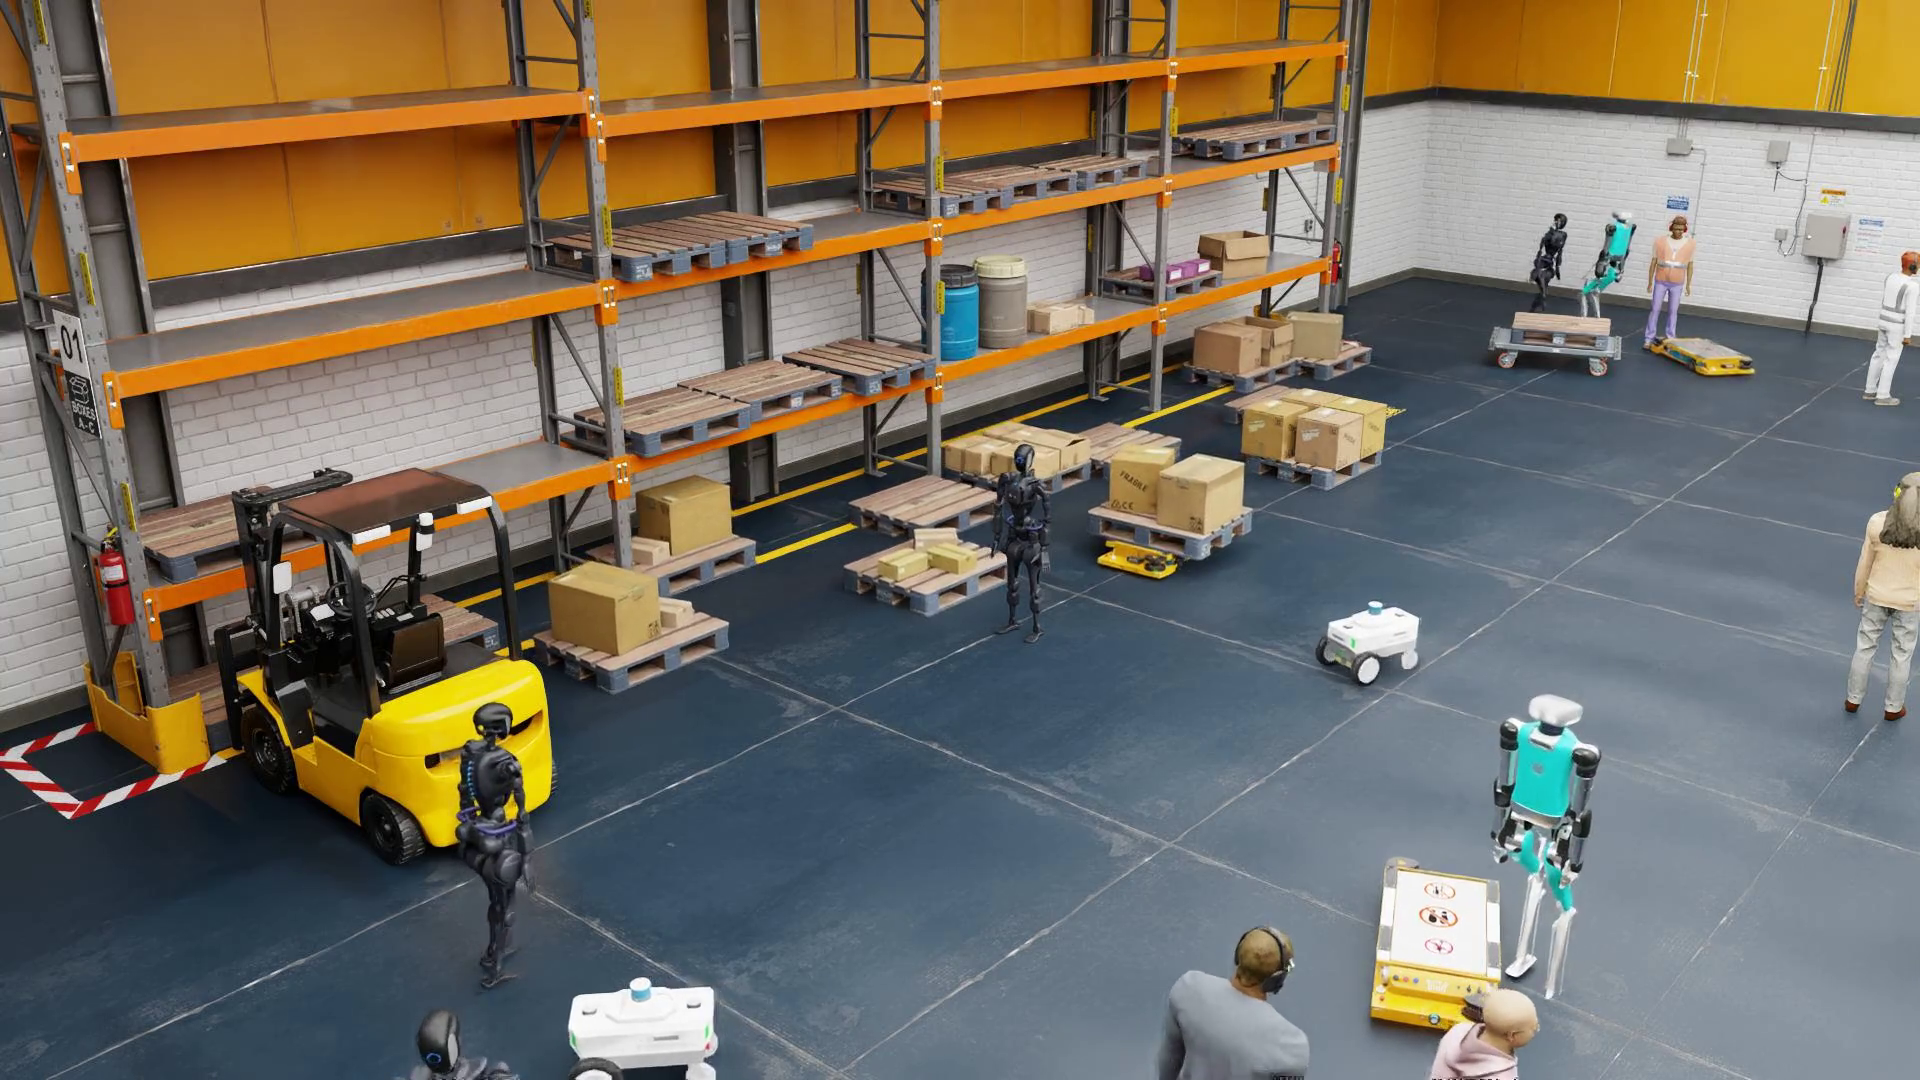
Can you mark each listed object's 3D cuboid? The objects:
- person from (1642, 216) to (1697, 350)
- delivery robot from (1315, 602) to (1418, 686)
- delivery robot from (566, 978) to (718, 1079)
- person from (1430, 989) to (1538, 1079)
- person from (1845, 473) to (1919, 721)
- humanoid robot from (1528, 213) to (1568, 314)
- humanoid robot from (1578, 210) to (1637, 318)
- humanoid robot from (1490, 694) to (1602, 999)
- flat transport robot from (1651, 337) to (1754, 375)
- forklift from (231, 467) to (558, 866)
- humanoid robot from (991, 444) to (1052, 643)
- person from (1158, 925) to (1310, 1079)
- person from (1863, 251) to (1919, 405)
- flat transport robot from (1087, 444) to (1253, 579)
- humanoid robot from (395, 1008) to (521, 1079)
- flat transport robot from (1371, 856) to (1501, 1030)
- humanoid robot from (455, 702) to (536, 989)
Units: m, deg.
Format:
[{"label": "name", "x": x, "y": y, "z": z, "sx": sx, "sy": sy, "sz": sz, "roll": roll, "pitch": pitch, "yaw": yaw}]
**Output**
[{"label": "person", "x": 9.737, "y": -3.521, "z": 22.826, "sx": 0.562, "sy": 1.837, "sz": 0.391, "roll": 7, "pitch": 21, "yaw": 18}, {"label": "delivery robot", "x": 3.212, "y": 0.782, "z": 13.019, "sx": 0.781, "sy": 0.595, "sz": 0.499, "roll": -10, "pitch": 23, "yaw": -26}, {"label": "delivery robot", "x": -1.625, "y": 2.499, "z": 8.389, "sx": 0.788, "sy": 0.610, "sz": 0.499, "roll": -2, "pitch": 20, "yaw": -6}, {"label": "person", "x": 2.036, "y": 2.517, "z": 6.558, "sx": 0.491, "sy": 1.771, "sz": 0.571, "roll": -3, "pitch": 20, "yaw": -8}, {"label": "person", "x": 6.797, "y": 0.421, "z": 12.097, "sx": 0.549, "sy": 1.875, "sz": 0.413, "roll": 15, "pitch": 25, "yaw": 35}, {"label": "humanoid robot", "x": 8.564, "y": -3.954, "z": 24.284, "sx": 0.608, "sy": 1.624, "sz": 0.672, "roll": -13, "pitch": 24, "yaw": -32}, {"label": "humanoid robot", "x": 9.253, "y": -3.887, "z": 23.995, "sx": 0.543, "sy": 1.797, "sz": 0.709, "roll": -10, "pitch": 23, "yaw": -26}, {"label": "humanoid robot", "x": 3.221, "y": 1.635, "z": 9.056, "sx": 0.537, "sy": 1.836, "sz": 0.664, "roll": 18, "pitch": 27, "yaw": 41}, {"label": "flat transport robot", "x": 9.907, "y": -2.458, "z": 22.210, "sx": 0.659, "sy": 0.231, "sz": 1.431, "roll": -3, "pitch": 20, "yaw": -7}, {"label": "forklift", "x": -3.730, "y": 0.710, "z": 10.856, "sx": 2.313, "sy": 2.155, "sz": 1.214, "roll": 17, "pitch": 26, "yaw": 38}, {"label": "humanoid robot", "x": 0.515, "y": 0.017, "z": 13.448, "sx": 0.599, "sy": 1.659, "sz": 0.315, "roll": 17, "pitch": 26, "yaw": 38}, {"label": "person", "x": 1.020, "y": 2.412, "z": 6.683, "sx": 0.680, "sy": 1.895, "sz": 0.846, "roll": 16, "pitch": 26, "yaw": 37}, {"label": "person", "x": 11.361, "y": -2.574, "z": 20.214, "sx": 0.353, "sy": 1.878, "sz": 0.565, "roll": -3, "pitch": 20, "yaw": -7}, {"label": "flat transport robot", "x": 1.944, "y": 0.019, "z": 15.499, "sx": 0.659, "sy": 0.231, "sz": 1.431, "roll": 14, "pitch": 25, "yaw": 34}, {"label": "humanoid robot", "x": -1.933, "y": 2.526, "z": 6.669, "sx": 0.609, "sy": 1.640, "sz": 0.411, "roll": -4, "pitch": 21, "yaw": -10}, {"label": "flat transport robot", "x": 2.702, "y": 2.270, "z": 9.400, "sx": 0.659, "sy": 0.231, "sz": 1.431, "roll": 6, "pitch": 21, "yaw": 15}, {"label": "humanoid robot", "x": -2.545, "y": 1.653, "z": 9.050, "sx": 0.609, "sy": 1.643, "sz": 0.363, "roll": 15, "pitch": 25, "yaw": 35}]
